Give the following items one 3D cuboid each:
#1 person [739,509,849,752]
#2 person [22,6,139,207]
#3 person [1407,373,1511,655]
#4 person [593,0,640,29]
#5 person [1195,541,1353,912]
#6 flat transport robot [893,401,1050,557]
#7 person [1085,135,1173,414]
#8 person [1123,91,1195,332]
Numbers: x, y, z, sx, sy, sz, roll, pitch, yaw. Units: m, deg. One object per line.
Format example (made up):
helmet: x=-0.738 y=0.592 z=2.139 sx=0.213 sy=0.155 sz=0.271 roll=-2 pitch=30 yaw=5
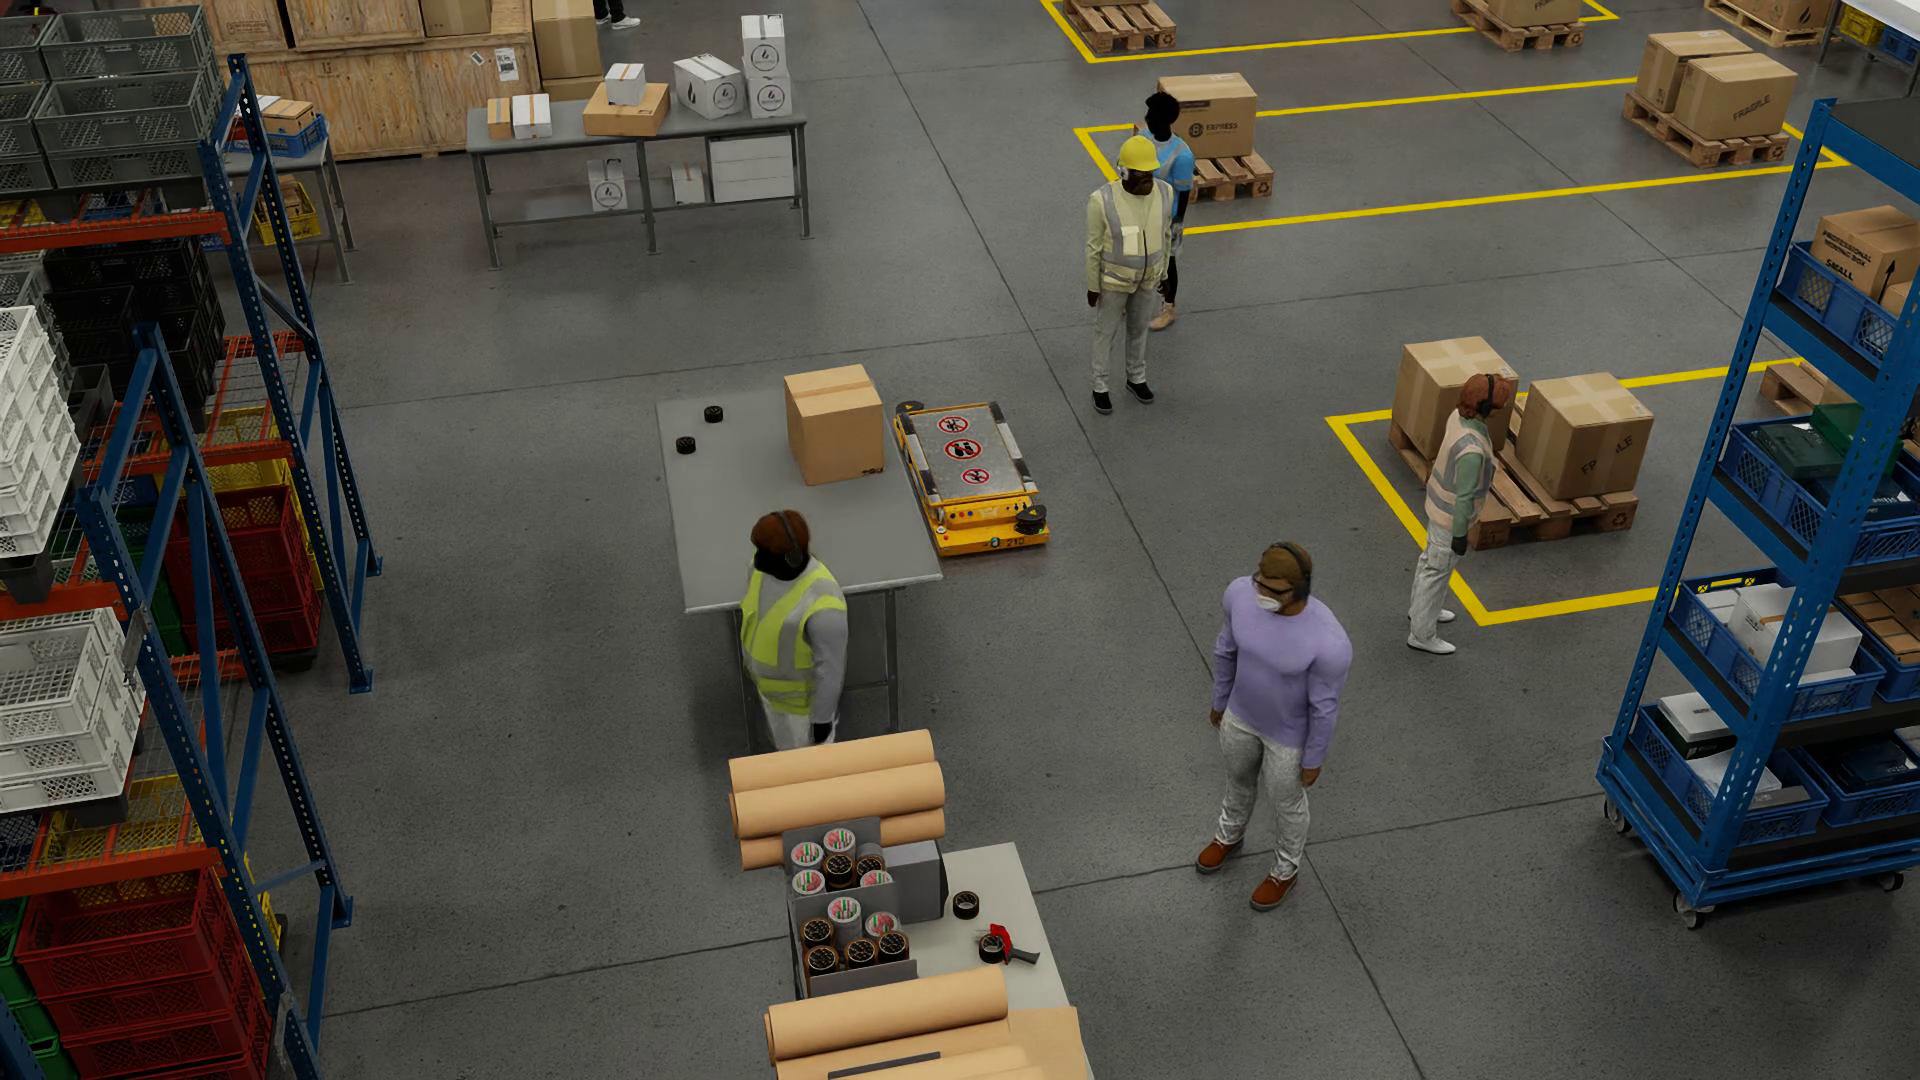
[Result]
person: x=-0.740 y=0.627 z=7.383 sx=0.429 sy=1.840 sz=0.632 roll=-23 pitch=43 yaw=-28
person: x=-6.447 y=-3.058 z=12.348 sx=0.867 sy=1.827 sz=0.505 roll=-1 pitch=37 yaw=-1
person: x=2.549 y=-0.142 z=8.591 sx=0.312 sy=1.633 sz=0.514 roll=6 pitch=37 yaw=8
person: x=-3.500 y=-5.959 z=16.172 sx=0.592 sy=1.917 sz=0.392 roll=27 pitch=44 yaw=31
person: x=1.323 y=0.780 z=7.110 sx=0.374 sy=1.930 sz=0.624 roll=-29 pitch=46 yaw=-33
flat transport robot: x=0.046 y=-0.430 z=10.108 sx=0.652 sy=0.197 sz=1.431 roll=-8 pitch=37 yaw=-10
person: x=1.067 y=-1.666 z=10.467 sx=0.596 sy=1.837 sz=0.404 roll=-14 pitch=39 yaw=-18
person: x=1.347 y=-2.247 z=11.362 sx=0.307 sy=1.696 sz=0.540 roll=-24 pitch=43 yaw=-29
